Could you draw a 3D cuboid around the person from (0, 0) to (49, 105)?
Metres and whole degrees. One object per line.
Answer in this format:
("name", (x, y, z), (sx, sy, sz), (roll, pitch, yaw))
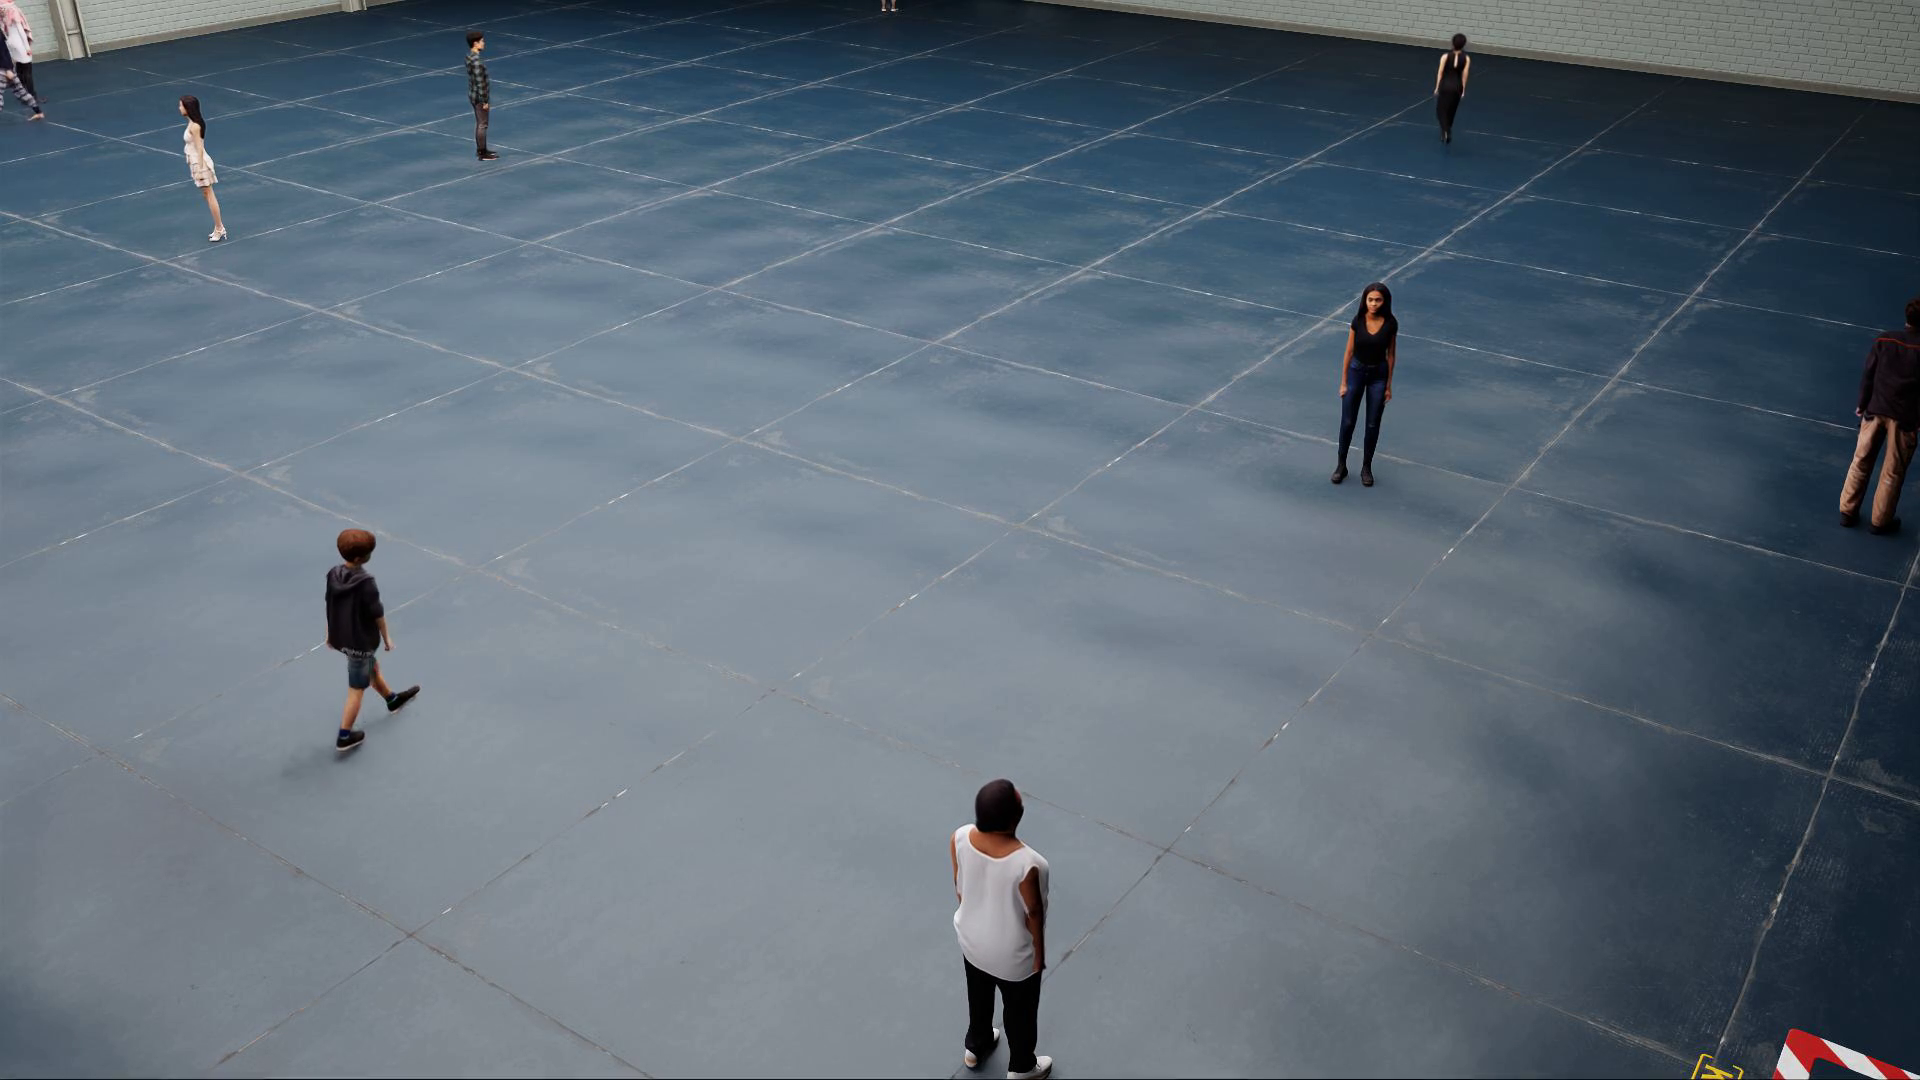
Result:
("person", (-14.945, -7.842, 26.396), (0.640, 1.803, 0.594), (15, 31, 27))

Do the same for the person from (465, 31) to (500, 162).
("person", (-6.568, -6.071, 22.680), (0.696, 1.710, 0.731), (-12, 30, -23))

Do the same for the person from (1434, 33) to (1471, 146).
("person", (7.054, -6.435, 23.901), (0.873, 1.585, 0.986), (0, 27, 1))

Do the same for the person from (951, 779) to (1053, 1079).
("person", (0.203, 1.820, 7.763), (0.669, 1.683, 0.623), (22, 34, 36))

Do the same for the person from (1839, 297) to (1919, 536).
("person", (7.241, -0.973, 12.922), (0.667, 1.925, 0.736), (-24, 36, -38))

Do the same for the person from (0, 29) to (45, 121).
("person", (-14.367, -7.140, 25.160), (1.176, 1.684, 0.956), (-13, 30, -23))

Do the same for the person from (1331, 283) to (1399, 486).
("person", (3.365, -1.300, 13.761), (0.647, 1.738, 0.644), (6, 28, 12))

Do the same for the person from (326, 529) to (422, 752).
("person", (-3.815, 0.644, 10.345), (0.586, 1.408, 0.939), (13, 30, 23))

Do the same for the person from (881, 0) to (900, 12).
("person", (-1.475, -11.698, 34.050), (0.657, 1.651, 0.673), (2, 27, 5))

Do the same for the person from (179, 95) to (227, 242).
("person", (-9.041, -4.437, 19.856), (0.687, 1.735, 0.666), (-11, 29, -20))
